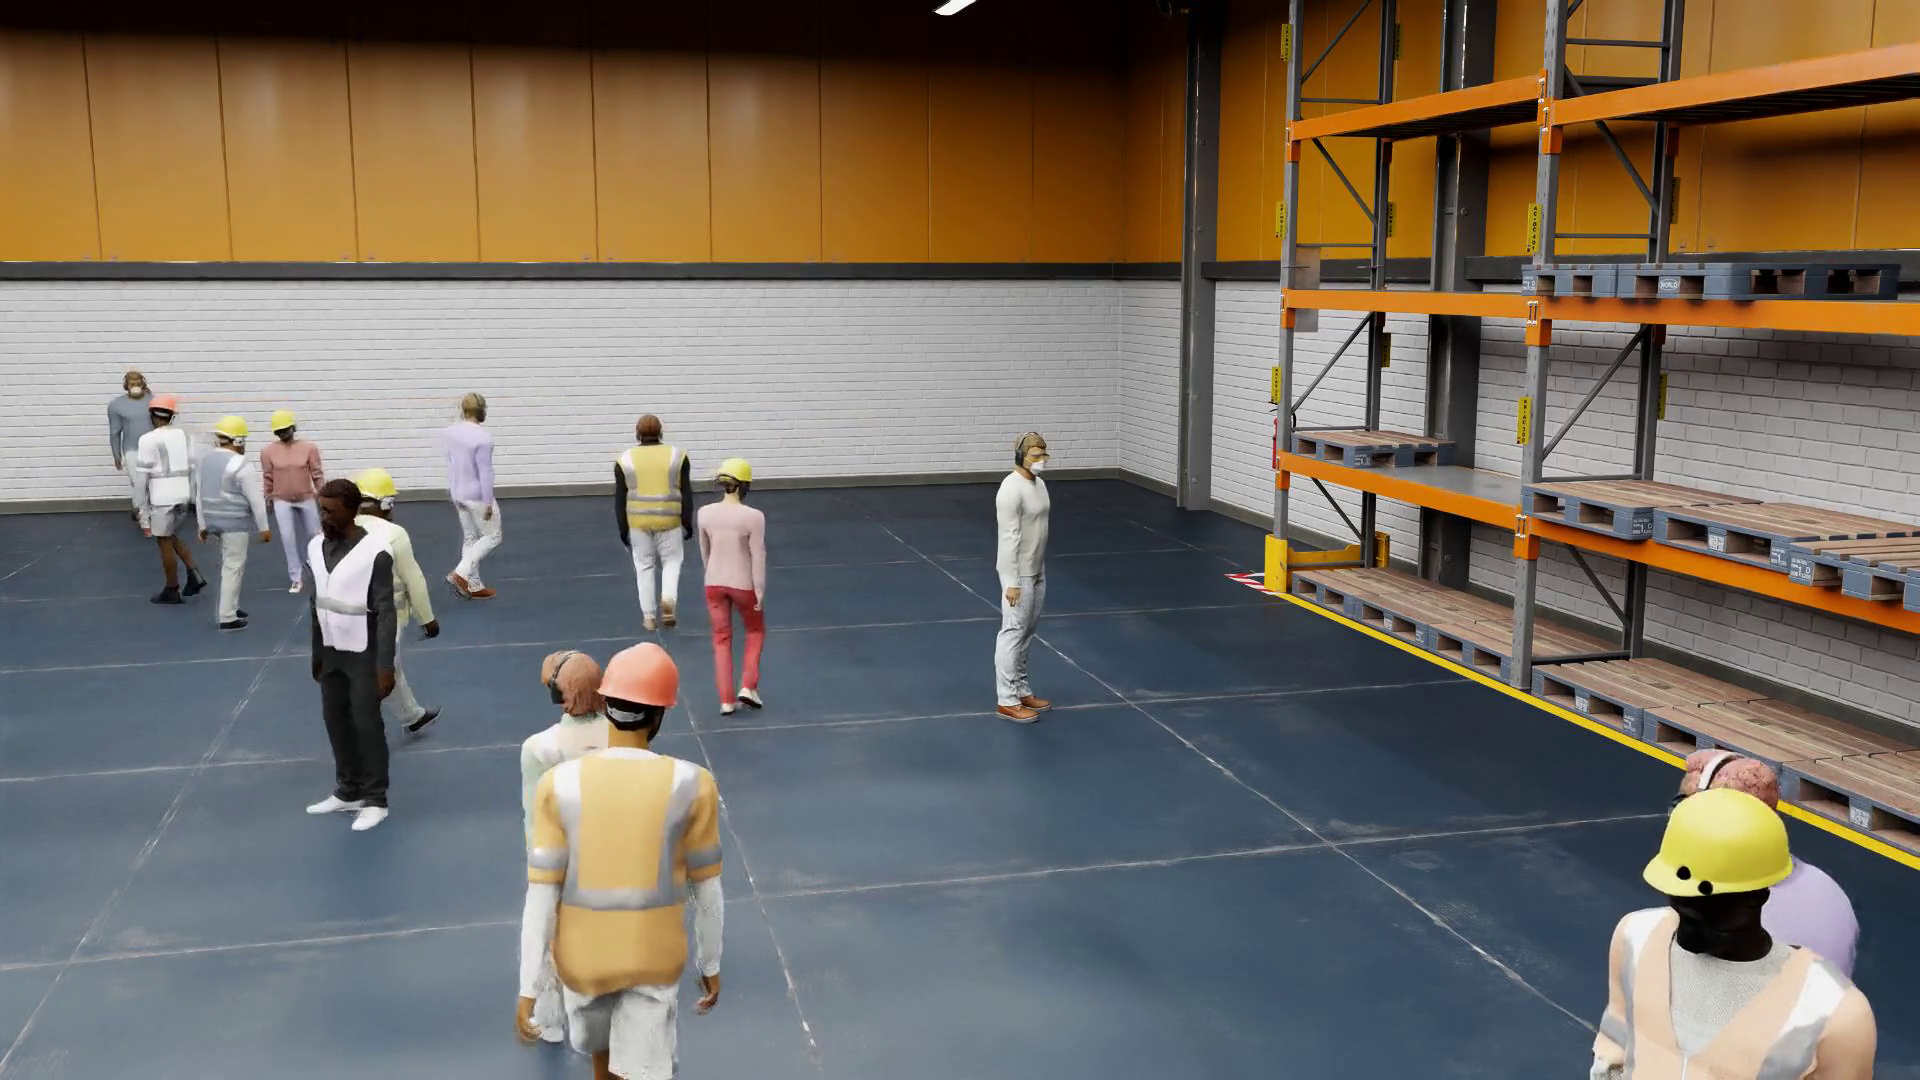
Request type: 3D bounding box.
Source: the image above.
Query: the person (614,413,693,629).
[{"bbox_3d":[-2.547,-0.139,13.843,0.647,1.828,0.523,-1,9,-9],"label":"person"}]

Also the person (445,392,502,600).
[{"bbox_3d":[-4.437,-0.370,15.023,0.634,1.926,0.524,7,11,37],"label":"person"}]

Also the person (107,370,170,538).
[{"bbox_3d":[-9.414,-1.011,19.106,0.629,1.903,0.988,-6,11,-35],"label":"person"}]

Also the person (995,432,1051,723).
[{"bbox_3d":[0.427,0.238,11.158,0.351,1.936,0.634,3,10,20],"label":"person"}]

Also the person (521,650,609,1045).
[{"bbox_3d":[-1.371,1.200,6.205,0.521,1.604,0.851,-8,12,-40],"label":"person"}]

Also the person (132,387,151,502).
[{"bbox_3d":[-9.933,-1.067,20.281,0.493,1.625,0.280,2,9,12],"label":"person"}]

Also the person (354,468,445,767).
[{"bbox_3d":[-3.511,0.448,10.316,0.595,1.790,0.902,5,11,31],"label":"person"}]

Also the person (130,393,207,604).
[{"bbox_3d":[-7.162,-0.366,15.018,0.420,1.909,0.573,2,9,15],"label":"person"}]

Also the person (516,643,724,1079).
[{"bbox_3d":[-1.021,1.259,5.032,0.612,1.864,0.989,-1,9,-6],"label":"person"}]

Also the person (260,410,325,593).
[{"bbox_3d":[-6.271,-0.381,15.664,0.553,1.736,0.693,-4,10,-23],"label":"person"}]

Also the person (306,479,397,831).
[{"bbox_3d":[-3.312,0.608,9.014,0.742,1.896,0.382,5,11,30],"label":"person"}]

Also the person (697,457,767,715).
[{"bbox_3d":[-1.535,0.315,11.289,0.522,1.747,0.416,2,9,14],"label":"person"}]

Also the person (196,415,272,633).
[{"bbox_3d":[-6.048,-0.140,13.917,0.602,1.808,0.589,5,10,29],"label":"person"}]

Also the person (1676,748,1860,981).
[{"bbox_3d":[1.887,1.438,3.887,0.646,1.875,0.772,-5,10,-27],"label":"person"}]

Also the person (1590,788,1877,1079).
[{"bbox_3d":[1.611,1.459,3.588,0.383,1.921,0.586,-7,11,-36],"label":"person"}]
